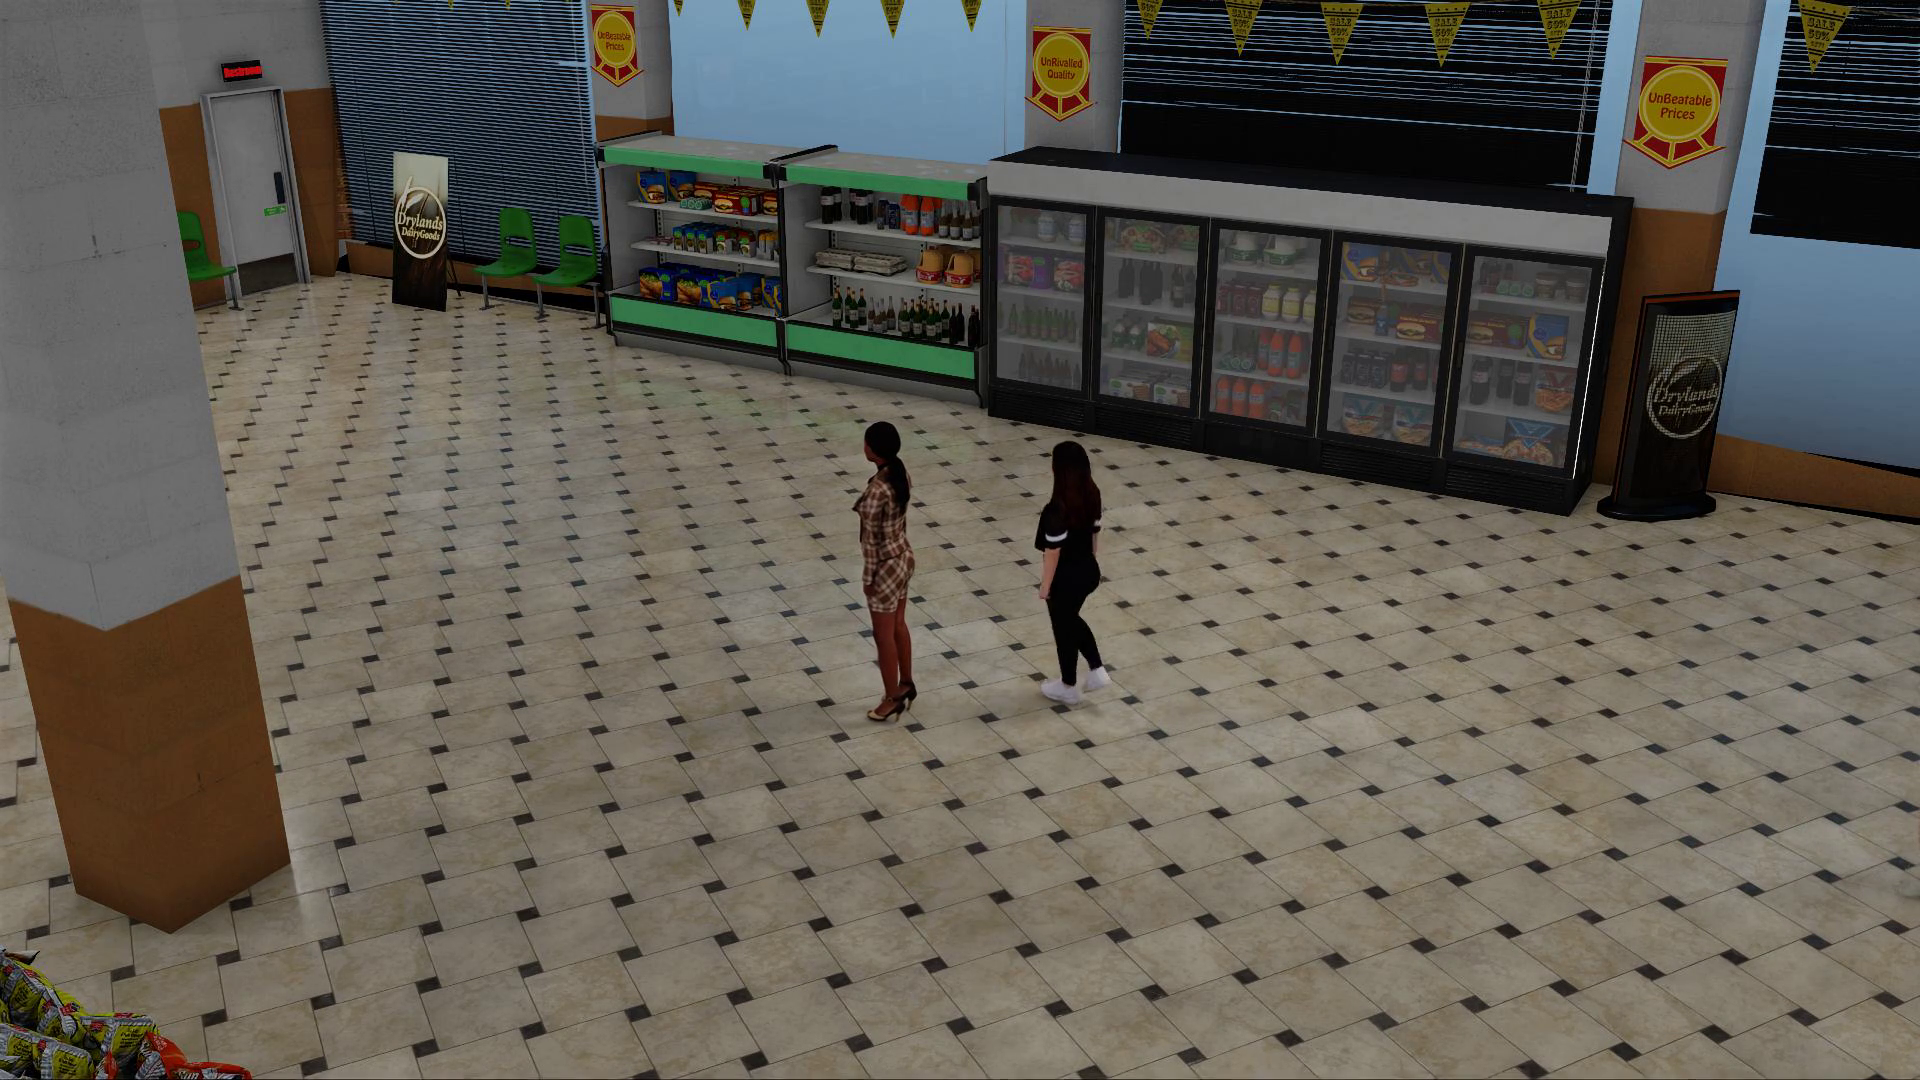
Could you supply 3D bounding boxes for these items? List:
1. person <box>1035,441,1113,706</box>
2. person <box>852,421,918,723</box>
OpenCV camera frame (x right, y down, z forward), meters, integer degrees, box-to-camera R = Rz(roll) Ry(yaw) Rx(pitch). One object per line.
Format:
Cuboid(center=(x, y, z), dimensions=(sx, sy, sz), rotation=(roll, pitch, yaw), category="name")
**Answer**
Cuboid(center=(0.695, 0.233, 9.544), dimensions=(0.726, 1.631, 0.641), rotation=(16, 27, 35), category="person")
Cuboid(center=(-0.403, 0.187, 9.442), dimensions=(0.579, 1.792, 0.607), rotation=(9, 23, 20), category="person")
